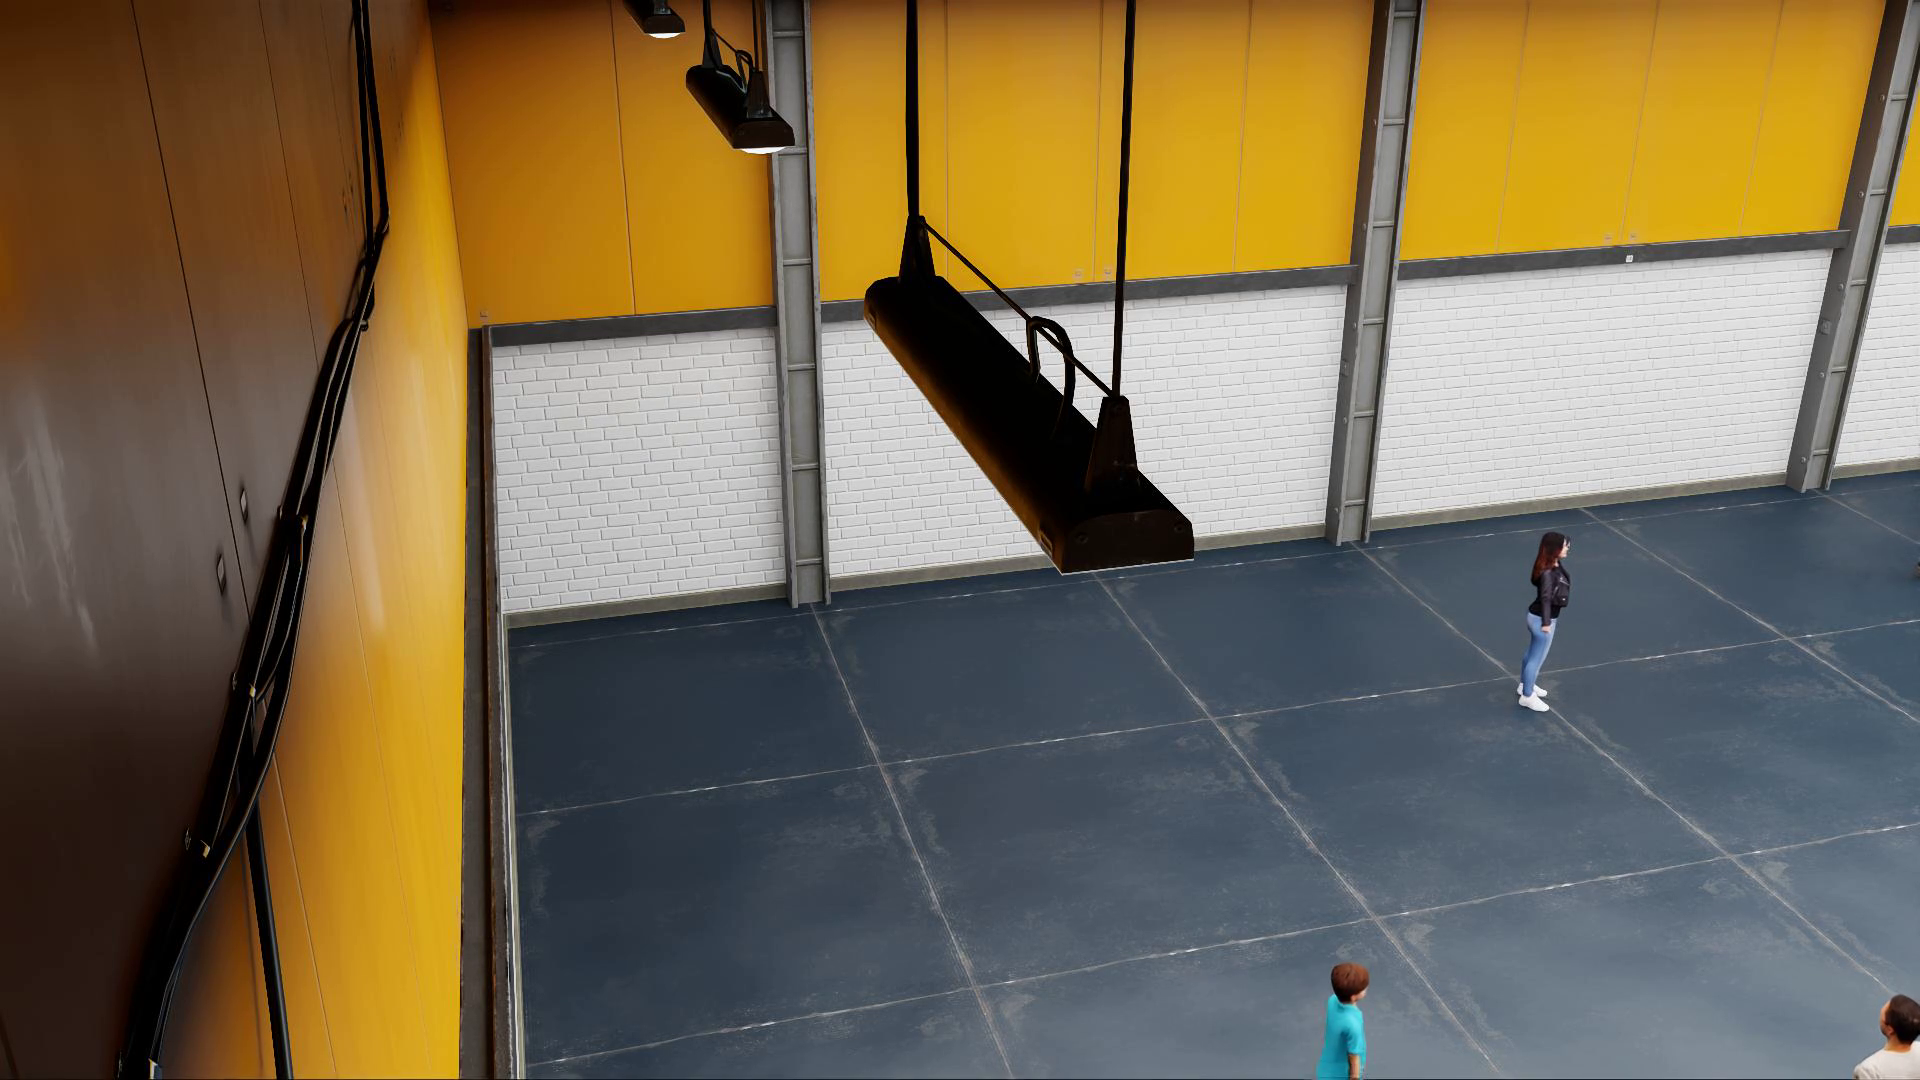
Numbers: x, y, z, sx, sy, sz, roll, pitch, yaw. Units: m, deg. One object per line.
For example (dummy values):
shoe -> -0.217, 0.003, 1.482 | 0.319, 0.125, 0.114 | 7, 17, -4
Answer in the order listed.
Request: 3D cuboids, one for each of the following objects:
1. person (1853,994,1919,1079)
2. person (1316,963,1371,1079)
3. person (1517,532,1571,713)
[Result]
person -> 4.840, 3.168, 8.775 | 0.546, 1.811, 0.749 | -10, 26, -22
person -> 2.121, 3.046, 9.511 | 0.728, 1.443, 0.576 | -3, 24, -8
person -> 5.142, 0.689, 14.667 | 0.735, 1.634, 0.719 | 7, 25, 15
